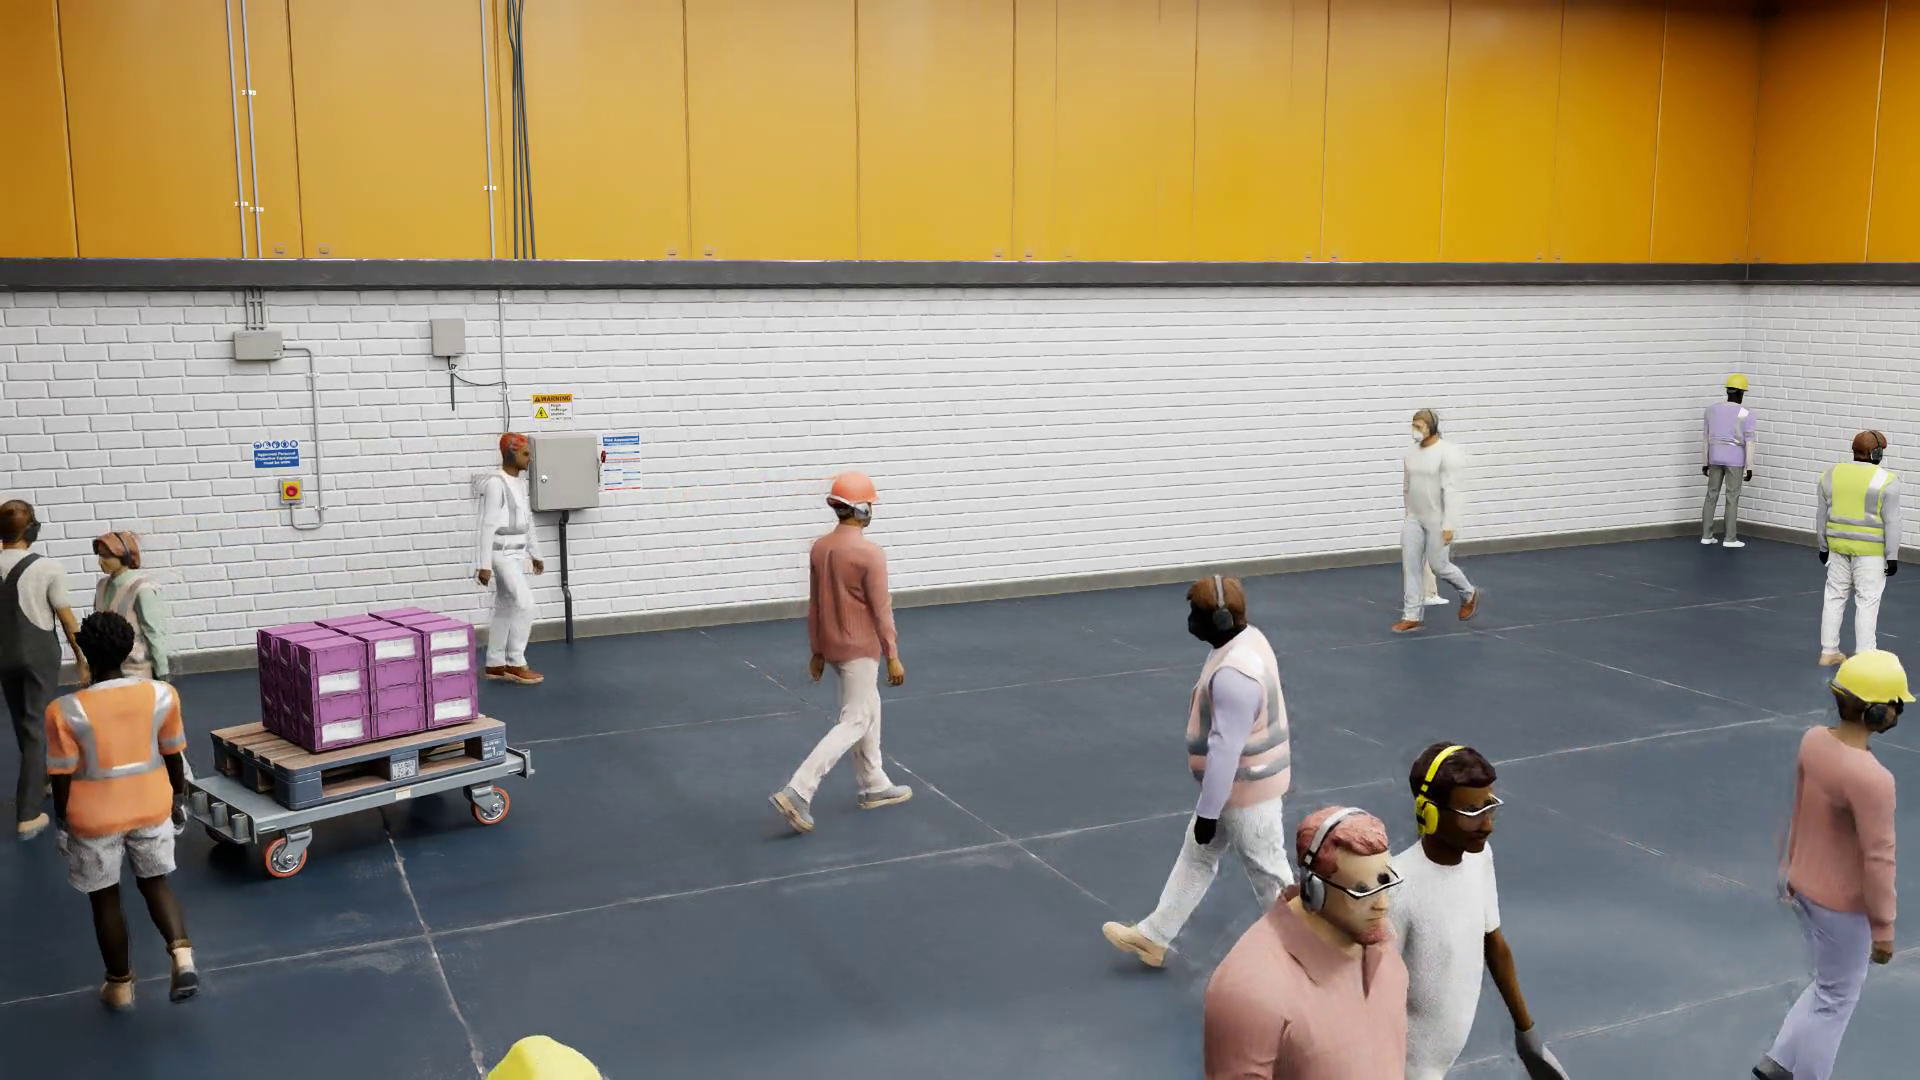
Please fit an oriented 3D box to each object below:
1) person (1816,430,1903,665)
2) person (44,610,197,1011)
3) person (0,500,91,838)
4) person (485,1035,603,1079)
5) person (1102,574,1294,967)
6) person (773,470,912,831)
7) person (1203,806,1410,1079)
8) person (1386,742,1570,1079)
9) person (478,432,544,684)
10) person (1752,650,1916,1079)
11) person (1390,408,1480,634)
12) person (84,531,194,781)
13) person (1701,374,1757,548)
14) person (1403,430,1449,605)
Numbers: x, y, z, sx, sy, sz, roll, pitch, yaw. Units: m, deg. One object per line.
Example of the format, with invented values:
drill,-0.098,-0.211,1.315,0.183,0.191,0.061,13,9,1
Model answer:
person,6.860,0.081,12.683,0.429,1.842,0.637,-5,11,-30
person,-3.376,1.121,6.727,0.505,1.682,0.535,9,13,43
person,-5.106,0.665,9.211,0.527,1.790,0.946,0,9,-2
person,-0.706,1.684,2.835,0.626,1.801,0.820,-7,11,-37
person,1.052,1.028,6.958,0.962,1.788,0.647,2,9,9
person,-0.648,0.596,9.131,0.930,1.961,0.611,-6,11,-35
person,0.752,1.484,3.930,0.682,1.867,0.858,-8,12,-42
person,1.290,1.413,4.531,1.017,1.814,0.524,7,12,38
person,-3.268,0.141,12.247,0.643,1.853,0.612,0,9,3
person,3.084,1.234,5.778,0.360,1.751,0.558,0,9,3
person,4.024,-0.171,14.033,0.816,1.914,0.642,-5,11,-30
person,-4.713,0.744,9.357,0.529,1.588,0.873,7,12,37
person,8.484,-0.872,18.362,0.388,1.919,0.585,-8,12,-39
person,4.273,-0.226,15.229,0.285,1.633,0.500,-6,11,-34
